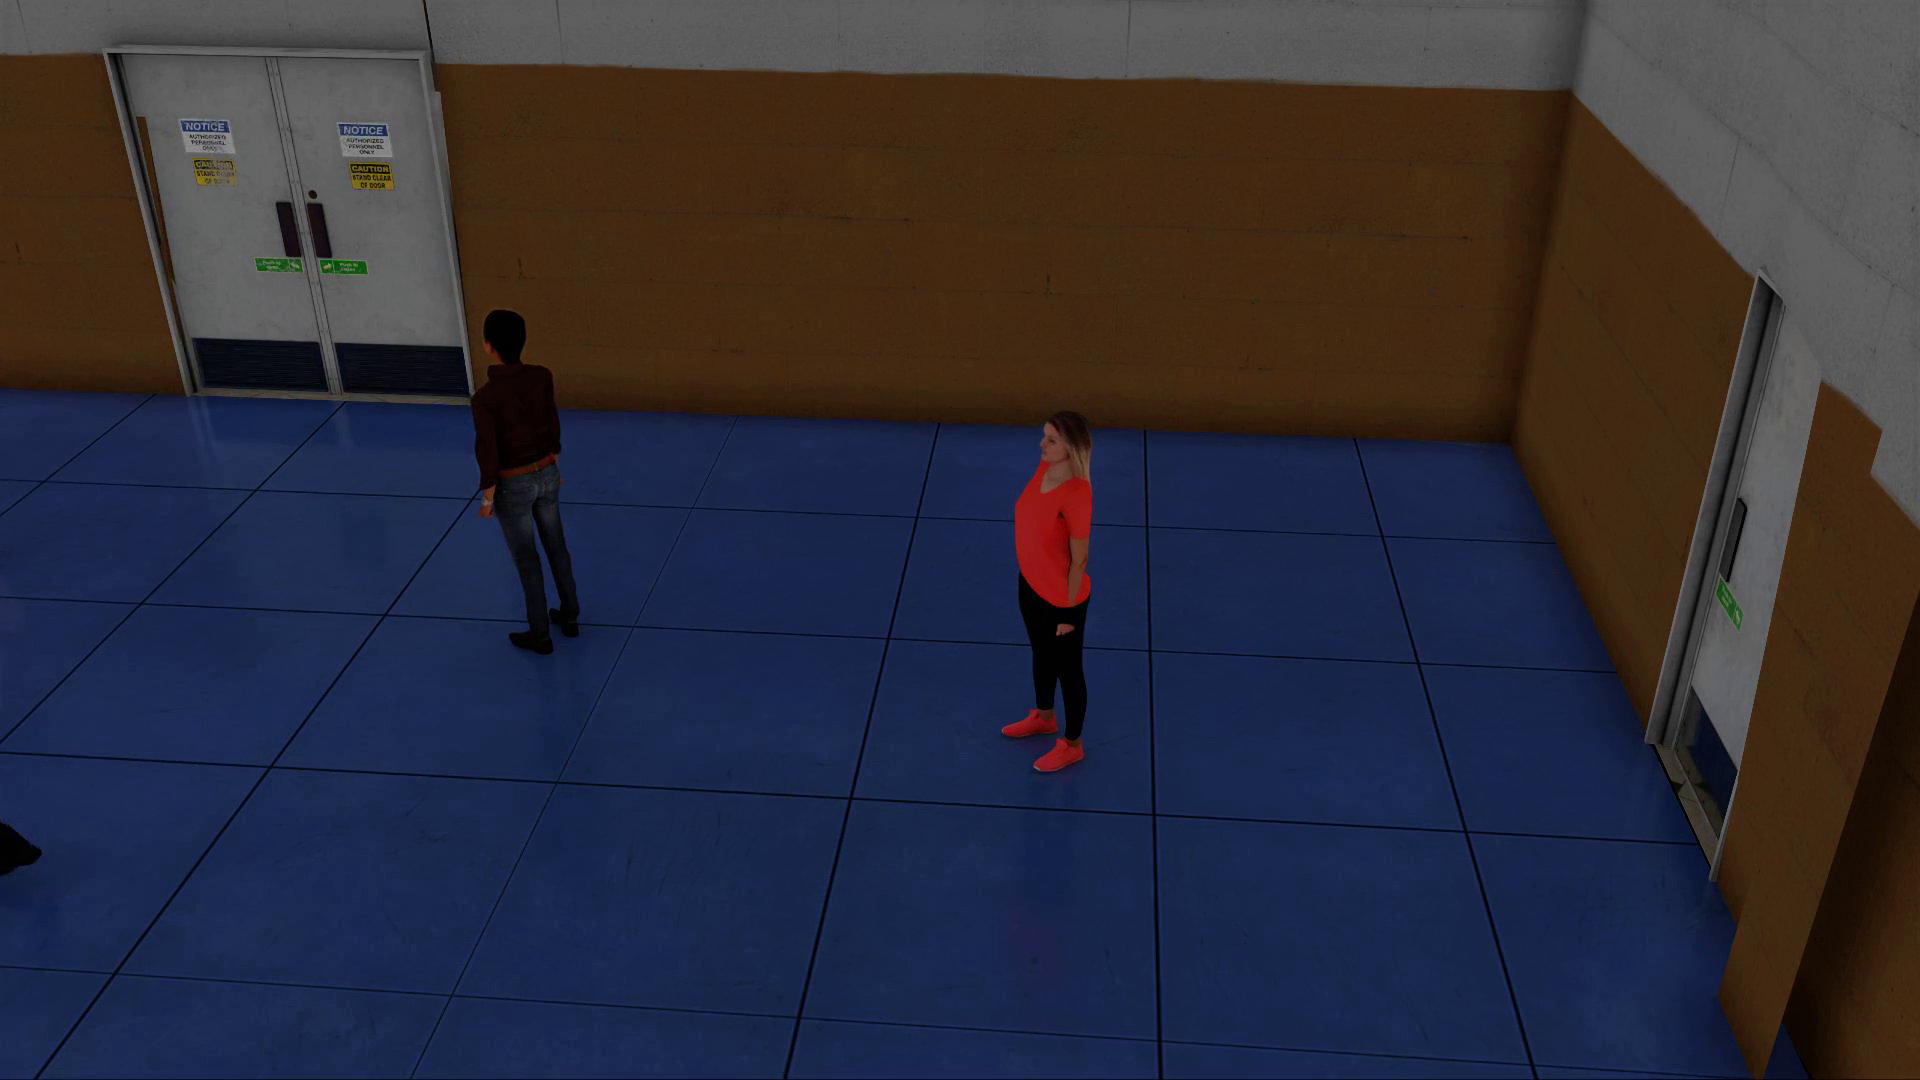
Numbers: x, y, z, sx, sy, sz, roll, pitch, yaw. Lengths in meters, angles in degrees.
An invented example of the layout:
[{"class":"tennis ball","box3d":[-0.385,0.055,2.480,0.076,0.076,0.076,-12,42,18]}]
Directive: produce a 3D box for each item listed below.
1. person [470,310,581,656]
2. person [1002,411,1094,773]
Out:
[{"class":"person","box3d":[-2.099,-0.274,8.075,0.778,1.782,0.656,20,35,32]},{"class":"person","box3d":[0.423,0.216,7.267,0.735,1.695,0.629,-13,31,-22]}]
